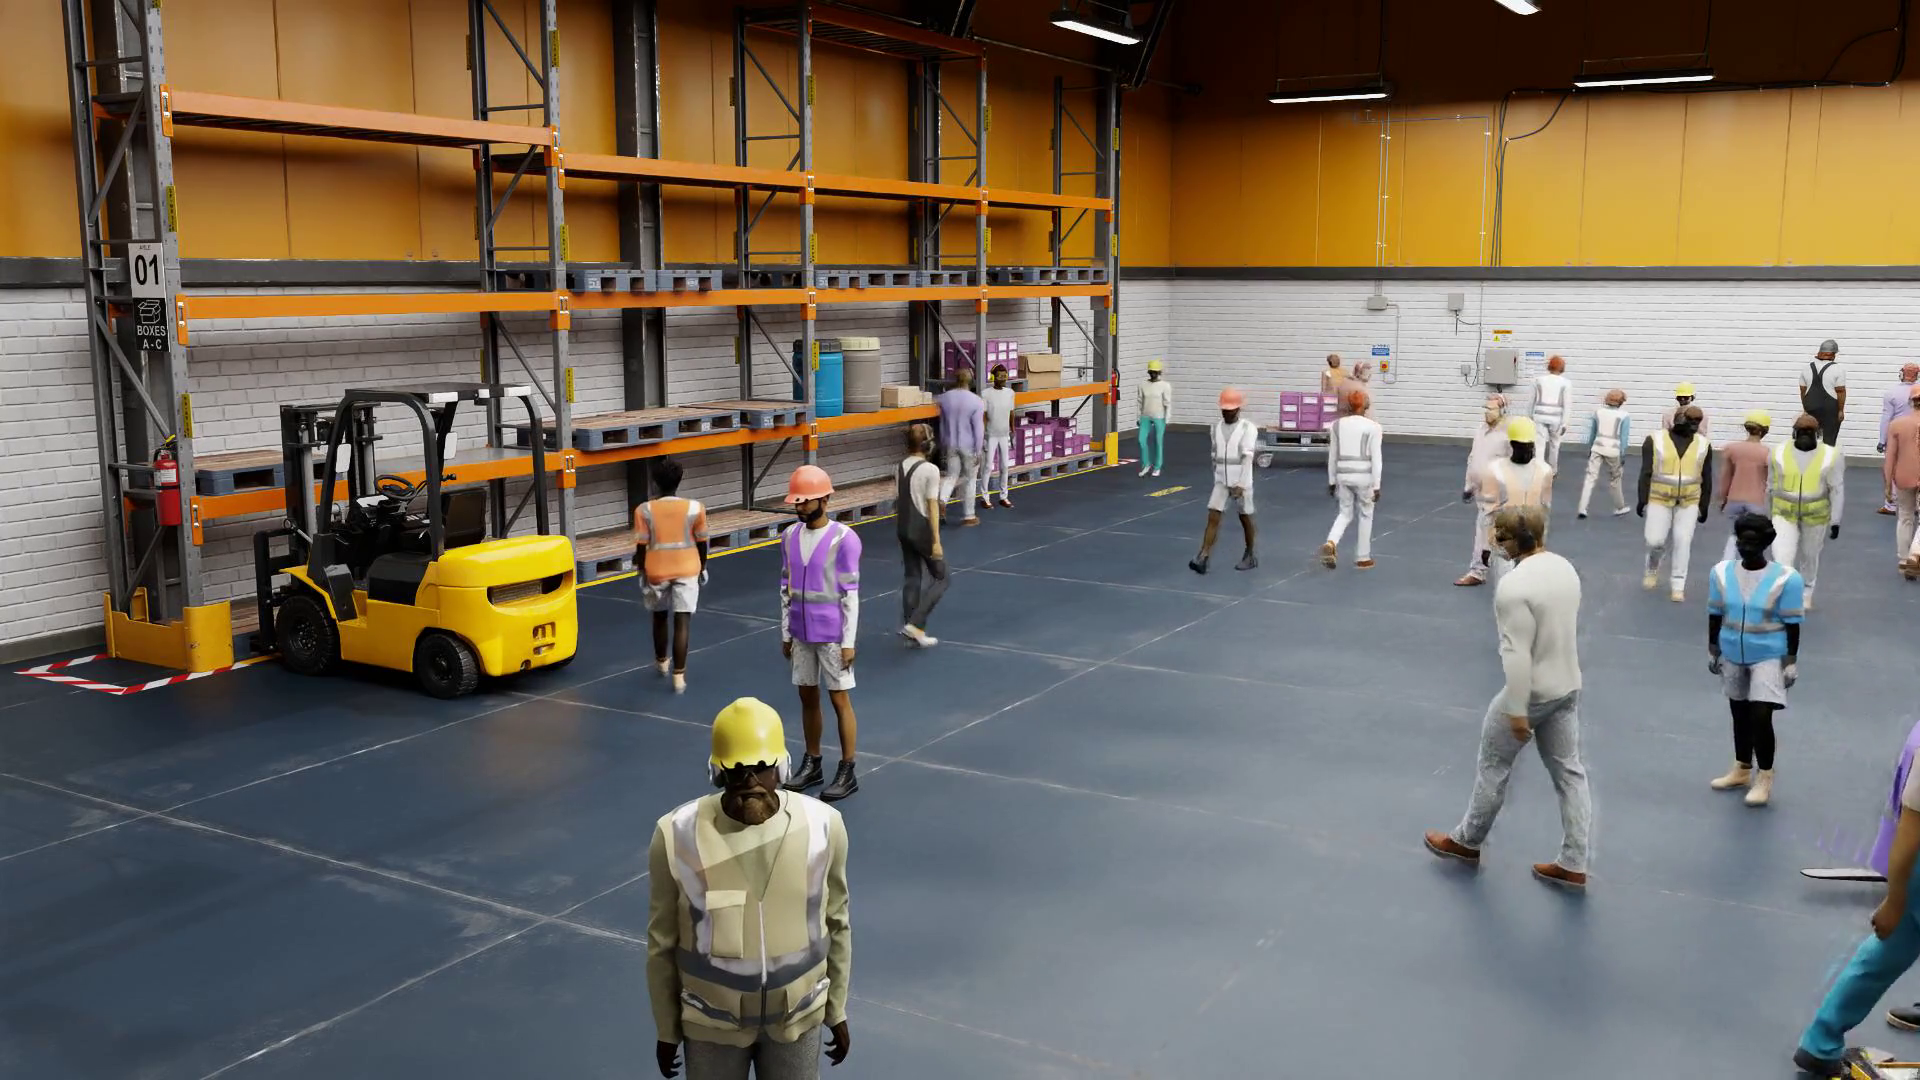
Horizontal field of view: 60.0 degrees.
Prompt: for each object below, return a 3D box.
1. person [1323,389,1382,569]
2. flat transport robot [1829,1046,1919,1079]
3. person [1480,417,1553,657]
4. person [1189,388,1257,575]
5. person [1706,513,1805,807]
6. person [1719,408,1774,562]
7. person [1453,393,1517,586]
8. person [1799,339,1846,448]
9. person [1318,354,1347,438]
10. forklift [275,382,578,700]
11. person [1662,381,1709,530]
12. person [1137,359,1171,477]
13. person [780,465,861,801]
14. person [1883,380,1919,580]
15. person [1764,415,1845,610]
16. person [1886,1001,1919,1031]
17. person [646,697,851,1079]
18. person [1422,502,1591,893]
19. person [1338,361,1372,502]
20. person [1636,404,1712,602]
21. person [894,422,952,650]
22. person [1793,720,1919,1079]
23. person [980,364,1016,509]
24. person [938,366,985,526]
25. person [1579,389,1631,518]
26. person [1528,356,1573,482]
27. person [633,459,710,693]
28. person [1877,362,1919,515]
[{"bbox_3d":[3.949,-0.595,16.756,0.593,1.862,0.725,8,12,39],"label":"person"},{"bbox_3d":[3.475,2.028,5.322,0.652,0.197,1.431,0,9,0],"label":"flat transport robot"},{"bbox_3d":[4.313,-0.014,12.967,0.594,1.911,0.509,-1,9,-6],"label":"person"},{"bbox_3d":[2.687,-0.583,16.646,0.544,1.870,1.027,7,11,37],"label":"person"},{"bbox_3d":[4.492,0.667,9.453,0.483,1.670,0.547,-7,11,-37],"label":"person"},{"bbox_3d":[7.392,-0.353,15.563,0.375,1.753,0.542,-8,12,-41],"label":"person"},{"bbox_3d":[5.223,-0.502,16.146,0.929,1.877,0.650,-3,10,-17],"label":"person"},{"bbox_3d":[12.879,-1.966,24.746,0.535,2.000,0.673,-5,11,-31],"label":"person"},{"bbox_3d":[6.411,-2.392,28.710,0.533,1.613,0.674,-2,9,-14],"label":"person"},{"bbox_3d":[-3.974,-0.067,12.417,2.313,2.155,1.214,5,11,30],"label":"forklift"},{"bbox_3d":[8.455,-0.978,19.466,0.518,1.756,0.350,7,11,36],"label":"person"},{"bbox_3d":[2.843,-1.792,24.549,0.545,1.742,0.612,4,10,24],"label":"person"},{"bbox_3d":[-0.825,0.530,9.527,0.541,1.929,0.382,6,11,32],"label":"person"},{"bbox_3d":[9.435,-0.591,16.391,0.612,1.969,0.899,7,12,38],"label":"person"},{"bbox_3d":[7.407,-0.211,14.619,0.630,1.789,0.996,5,10,28],"label":"person"},{"bbox_3d":[3.897,1.020,6.344,0.362,1.964,0.622,0,9,-2],"label":"person"},{"bbox_3d":[-0.590,1.342,4.751,0.590,1.833,0.404,-3,9,-17],"label":"person"},{"bbox_3d":[2.743,0.749,8.230,0.661,1.892,0.919,-7,11,-37],"label":"person"},{"bbox_3d":[5.228,-1.438,22.020,0.421,1.866,0.735,-3,10,-17],"label":"person"},{"bbox_3d":[6.591,-0.345,15.345,0.649,1.809,0.503,2,9,12],"label":"person"},{"bbox_3d":[-0.295,-0.018,13.236,0.403,1.832,0.548,-8,12,-40],"label":"person"},{"bbox_3d":[3.451,1.192,5.813,0.986,1.793,0.570,8,12,39],"label":"person"},{"bbox_3d":[0.483,-1.322,21.314,0.505,1.860,0.320,-5,10,-26],"label":"person"},{"bbox_3d":[-0.009,-1.083,19.622,0.639,1.924,0.710,5,11,30],"label":"person"},{"bbox_3d":[7.968,-1.062,20.501,0.899,1.589,0.566,-7,12,-38],"label":"person"},{"bbox_3d":[8.404,-1.696,23.698,0.598,1.825,0.994,4,10,24],"label":"person"},{"bbox_3d":[-2.094,0.236,12.164,0.539,1.658,0.833,-1,9,-5],"label":"person"},{"bbox_3d":[11.761,-1.254,20.720,0.646,1.907,0.401,1,9,4],"label":"person"}]
